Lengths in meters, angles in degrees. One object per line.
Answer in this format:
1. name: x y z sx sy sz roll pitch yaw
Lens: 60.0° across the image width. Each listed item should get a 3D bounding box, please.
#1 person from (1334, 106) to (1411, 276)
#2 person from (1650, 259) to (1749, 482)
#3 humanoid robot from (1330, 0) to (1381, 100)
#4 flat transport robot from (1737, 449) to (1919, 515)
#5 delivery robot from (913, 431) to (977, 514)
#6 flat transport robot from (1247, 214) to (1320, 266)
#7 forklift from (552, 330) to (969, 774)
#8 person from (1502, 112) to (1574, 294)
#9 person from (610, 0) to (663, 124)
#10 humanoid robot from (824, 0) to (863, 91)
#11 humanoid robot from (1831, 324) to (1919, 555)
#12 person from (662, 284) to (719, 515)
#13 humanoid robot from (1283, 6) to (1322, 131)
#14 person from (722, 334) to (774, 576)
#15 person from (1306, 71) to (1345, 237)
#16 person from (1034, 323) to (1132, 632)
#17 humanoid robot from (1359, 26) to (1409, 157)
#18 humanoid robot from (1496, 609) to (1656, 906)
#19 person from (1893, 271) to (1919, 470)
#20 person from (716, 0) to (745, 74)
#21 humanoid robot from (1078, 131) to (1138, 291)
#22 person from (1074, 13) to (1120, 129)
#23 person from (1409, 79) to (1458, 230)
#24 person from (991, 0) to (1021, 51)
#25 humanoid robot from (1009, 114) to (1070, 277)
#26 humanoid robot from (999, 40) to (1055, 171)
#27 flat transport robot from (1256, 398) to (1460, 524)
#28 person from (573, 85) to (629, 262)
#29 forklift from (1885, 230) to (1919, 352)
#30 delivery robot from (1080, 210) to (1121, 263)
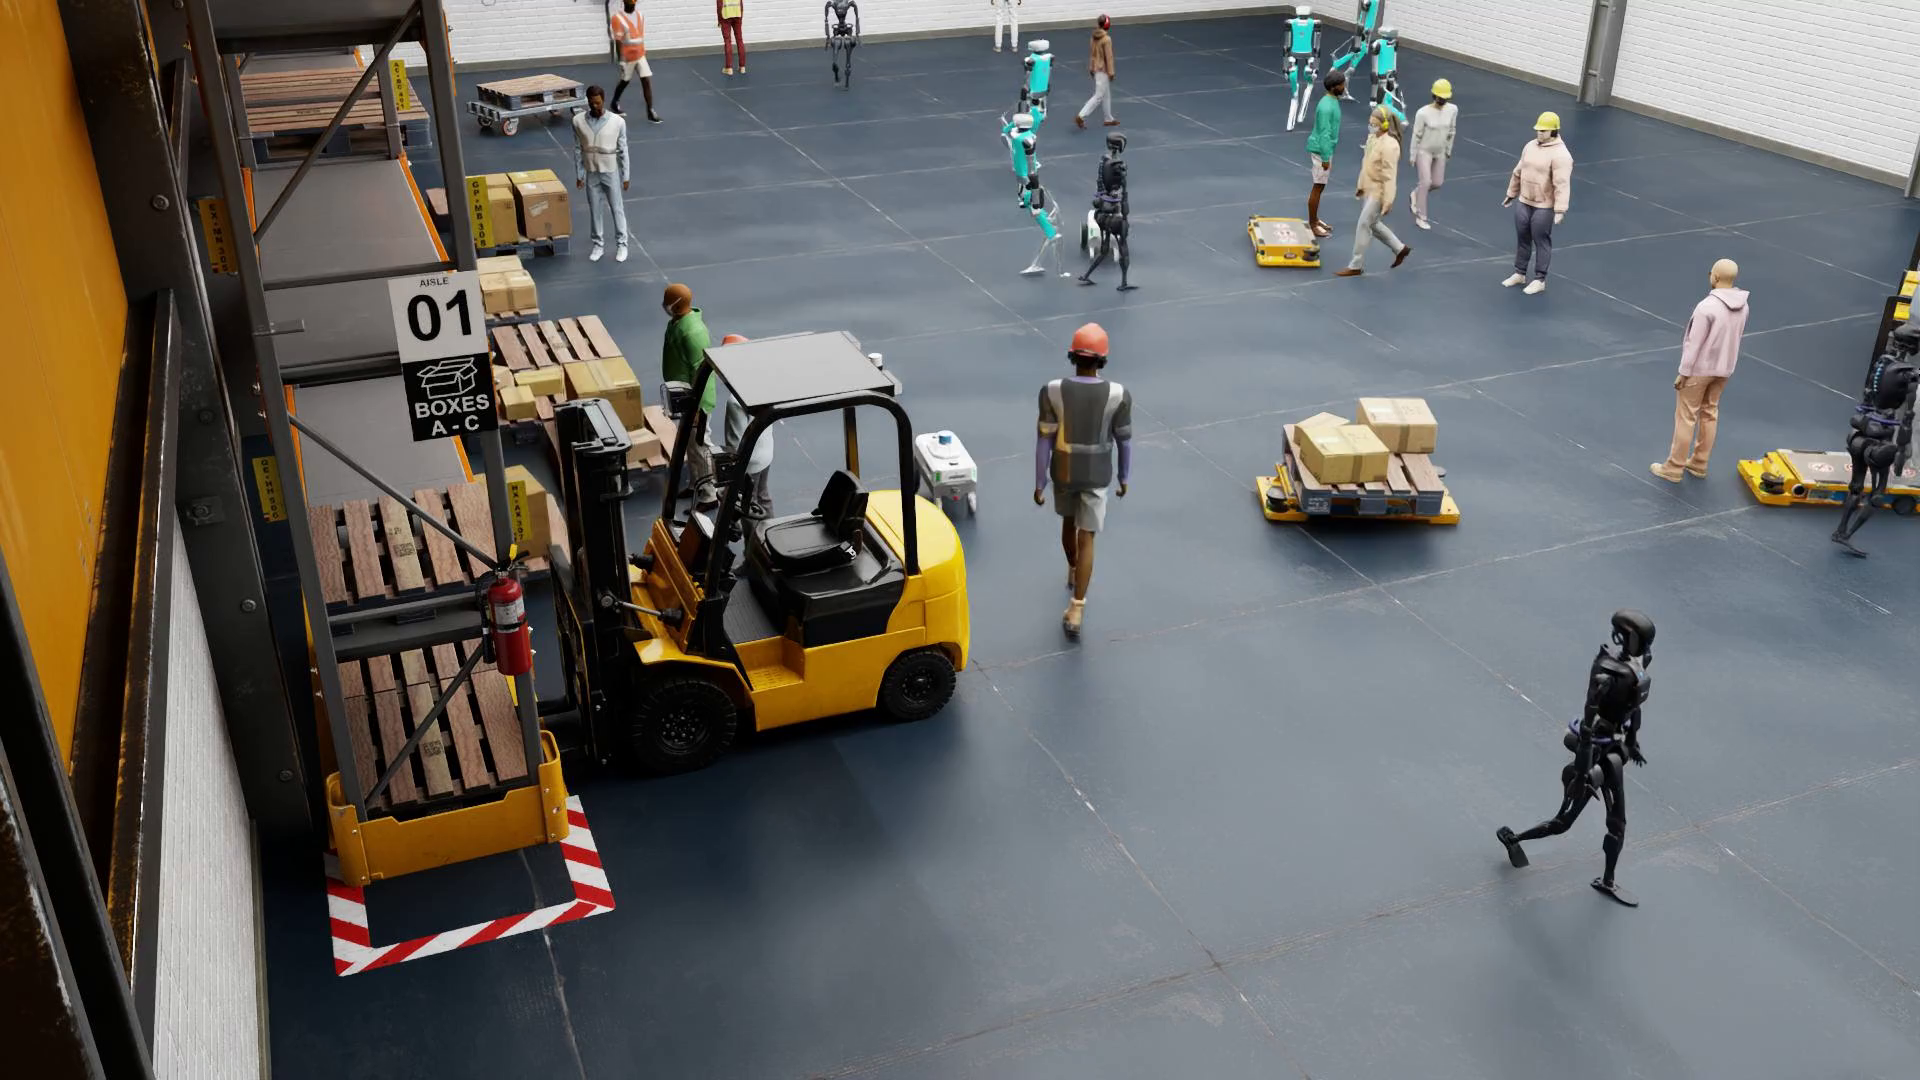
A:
1. person: 4.461 -3.676 17.553 0.778 1.844 0.587 -3 27 -5
2. person: 5.797 -1.298 12.898 0.537 1.774 0.415 -12 29 -23
3. humanoid robot: 5.967 -7.500 25.403 0.724 1.898 0.540 16 31 28
4. flat transport robot: 6.877 -0.453 12.888 1.431 0.231 0.659 4 27 7
5. delivery robot: -0.113 -0.557 12.749 0.499 0.570 0.750 -7 27 -13
6. flat transport robot: 3.626 -3.360 18.671 0.659 0.231 1.431 2 27 3
7. forklift: -1.094 0.010 9.831 2.313 2.155 1.214 -10 28 -20
8. person: 5.978 -3.487 17.160 0.428 1.859 0.794 -13 30 -25
9. person: -4.819 -7.082 24.243 0.982 1.929 0.616 21 33 35
10. humanoid robot: -1.828 -7.918 26.168 0.601 1.652 0.325 0 27 -1
11. humanoid robot: 6.531 -0.732 11.884 0.410 1.646 0.599 -2 27 -4
12. person: -2.012 -1.060 12.414 0.388 1.782 0.538 -11 29 -20
13. humanoid robot: 4.892 -6.763 23.819 0.543 1.779 0.883 8 28 15
14. person: -1.480 -0.586 11.516 0.352 1.740 0.571 7 28 14
15. person: 4.158 -4.420 19.020 0.401 1.851 0.493 8 28 15
16. person: 0.802 -0.424 10.938 0.620 1.982 1.039 6 27 11
17. humanoid robot: 5.735 -5.881 22.045 0.540 1.739 0.975 -23 35 -38
18. humanoid robot: 3.187 1.049 8.380 0.616 1.640 0.740 -23 34 -37
19. person: 7.330 -1.277 12.690 0.396 1.930 0.631 1 27 2
20. person: -3.777 -8.580 27.386 0.466 1.767 0.383 -13 29 -24
21. humanoid robot: 1.561 -3.419 17.267 0.512 1.644 0.611 -12 29 -22
22. person: 1.989 -6.707 23.814 0.776 1.621 0.476 -13 29 -23
23. person: 5.444 -4.518 19.326 0.548 1.736 0.607 -8 28 -15
24. person: 0.814 -9.545 29.191 0.571 1.877 0.350 -1 27 -3
25. humanoid robot: 0.911 -3.568 17.564 0.820 1.876 0.553 -8 28 -16
26. humanoid robot: 0.799 -5.497 21.358 0.753 1.838 0.536 21 34 36
27. flat transport robot: 3.023 -0.351 12.685 1.431 0.231 0.659 1 27 2
28. person: -3.882 -3.996 18.115 0.592 1.911 0.386 3 27 6
29. forklift: 9.029 -2.397 14.618 1.214 2.155 2.313 18 32 32
30. delivery robot: 1.595 -3.437 18.471 0.499 0.563 0.738 1 27 2
